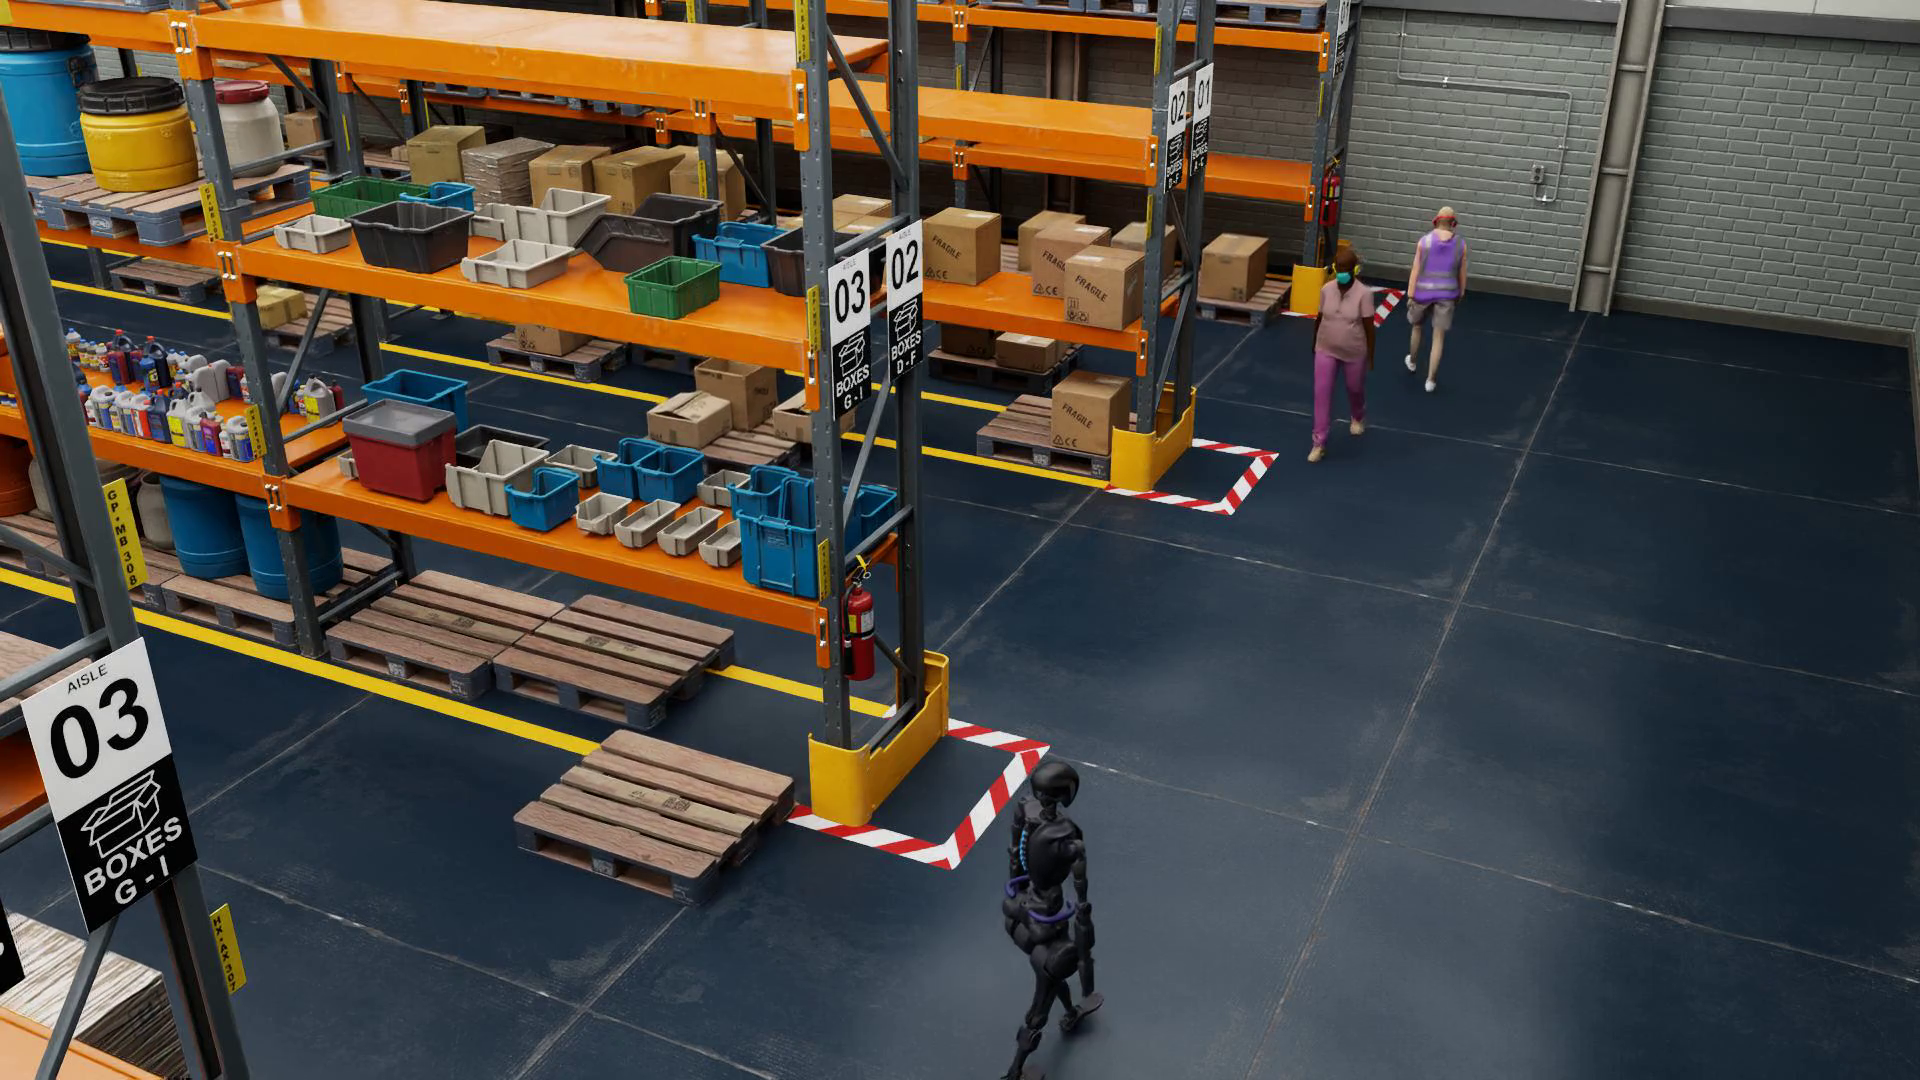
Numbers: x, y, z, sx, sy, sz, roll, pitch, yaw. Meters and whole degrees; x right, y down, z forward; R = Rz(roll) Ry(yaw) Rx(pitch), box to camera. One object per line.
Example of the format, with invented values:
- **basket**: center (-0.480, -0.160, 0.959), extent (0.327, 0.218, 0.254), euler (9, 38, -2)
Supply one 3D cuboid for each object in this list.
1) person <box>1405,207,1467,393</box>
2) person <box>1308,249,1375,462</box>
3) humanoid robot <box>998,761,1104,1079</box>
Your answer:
- **person**: center (4.366, -2.245, 15.281), extent (0.517, 1.653, 0.843), euler (6, 27, 11)
- **person**: center (3.211, -1.595, 13.843), extent (0.551, 1.761, 0.905), euler (13, 29, 24)
- **humanoid robot**: center (0.445, 1.670, 7.356), extent (0.701, 1.631, 0.608), euler (-16, 30, -29)
